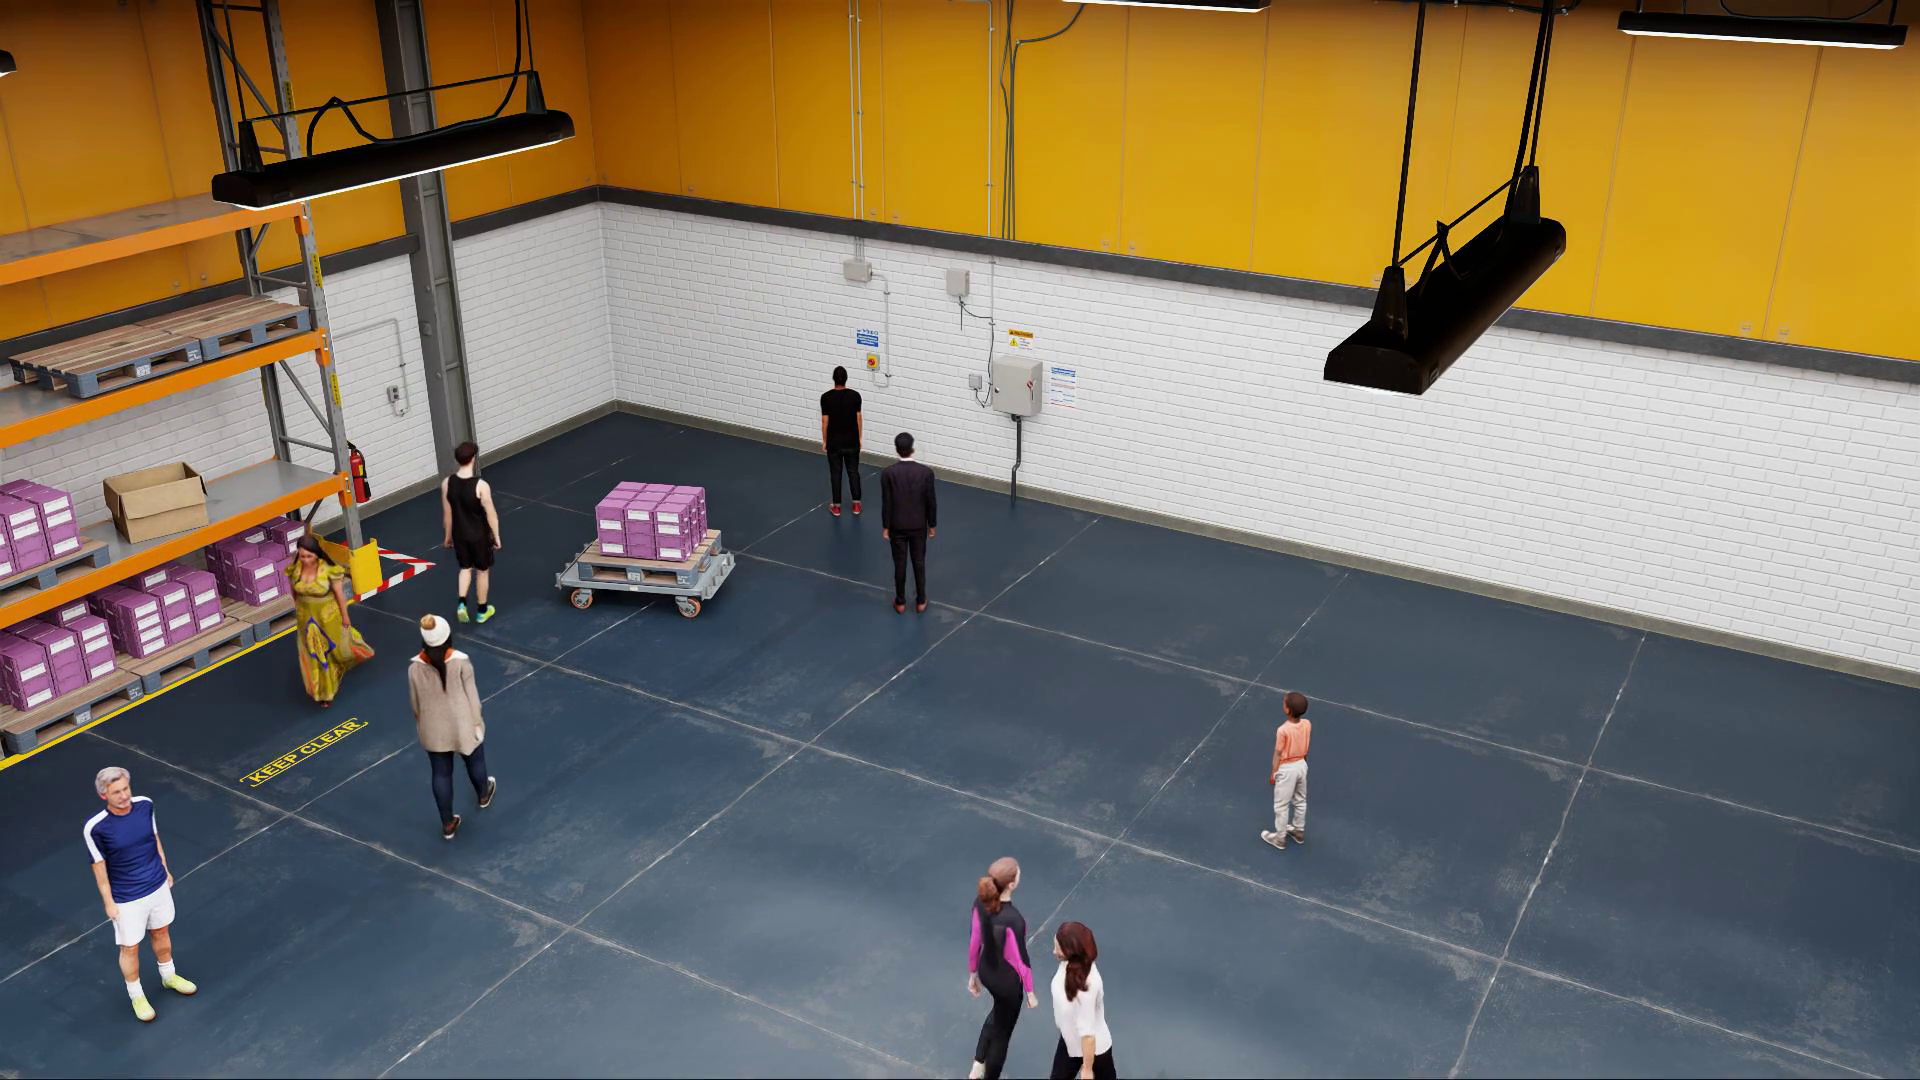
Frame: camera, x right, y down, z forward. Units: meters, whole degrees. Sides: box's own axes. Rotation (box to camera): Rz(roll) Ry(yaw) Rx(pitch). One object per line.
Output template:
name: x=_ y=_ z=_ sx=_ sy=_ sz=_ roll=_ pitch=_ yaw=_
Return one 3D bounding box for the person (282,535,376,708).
person: x=-5.754 y=0.657 z=15.022 sx=1.205 sy=1.615 sz=1.344 roll=-3 pitch=24 yaw=-6

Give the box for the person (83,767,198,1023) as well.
person: x=-5.458 y=2.290 z=11.007 sx=0.681 sy=1.839 sz=0.471 roll=13 pitch=27 yaw=27

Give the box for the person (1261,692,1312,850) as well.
person: x=2.566 y=1.773 z=12.853 sx=0.521 sy=1.307 sz=0.603 roll=-12 pitch=26 yaw=-25

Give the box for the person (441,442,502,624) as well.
person: x=-4.804 y=-0.008 z=16.217 sx=0.886 sy=1.876 sz=0.971 roll=2 pitch=24 yaw=5

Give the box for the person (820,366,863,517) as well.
person: x=-1.336 y=-1.131 z=18.934 sx=0.713 sy=1.758 sz=0.756 roll=-4 pitch=24 yaw=-9

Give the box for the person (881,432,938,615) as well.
person: x=-0.524 y=-0.167 z=16.579 sx=0.774 sy=1.877 sz=0.778 roll=-2 pitch=24 yaw=-5

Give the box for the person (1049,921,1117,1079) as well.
person: x=0.831 y=2.924 z=9.683 sx=1.225 sy=1.738 sz=1.092 roll=-8 pitch=25 yaw=-18

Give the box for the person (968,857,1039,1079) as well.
person: x=0.183 y=2.734 z=10.127 sx=0.696 sy=1.730 sz=0.654 roll=-19 pitch=30 yaw=-37

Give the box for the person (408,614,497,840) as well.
person: x=-3.991 y=1.452 z=12.882 sx=1.004 sy=1.871 sz=1.124 roll=0 pitch=24 yaw=-1
